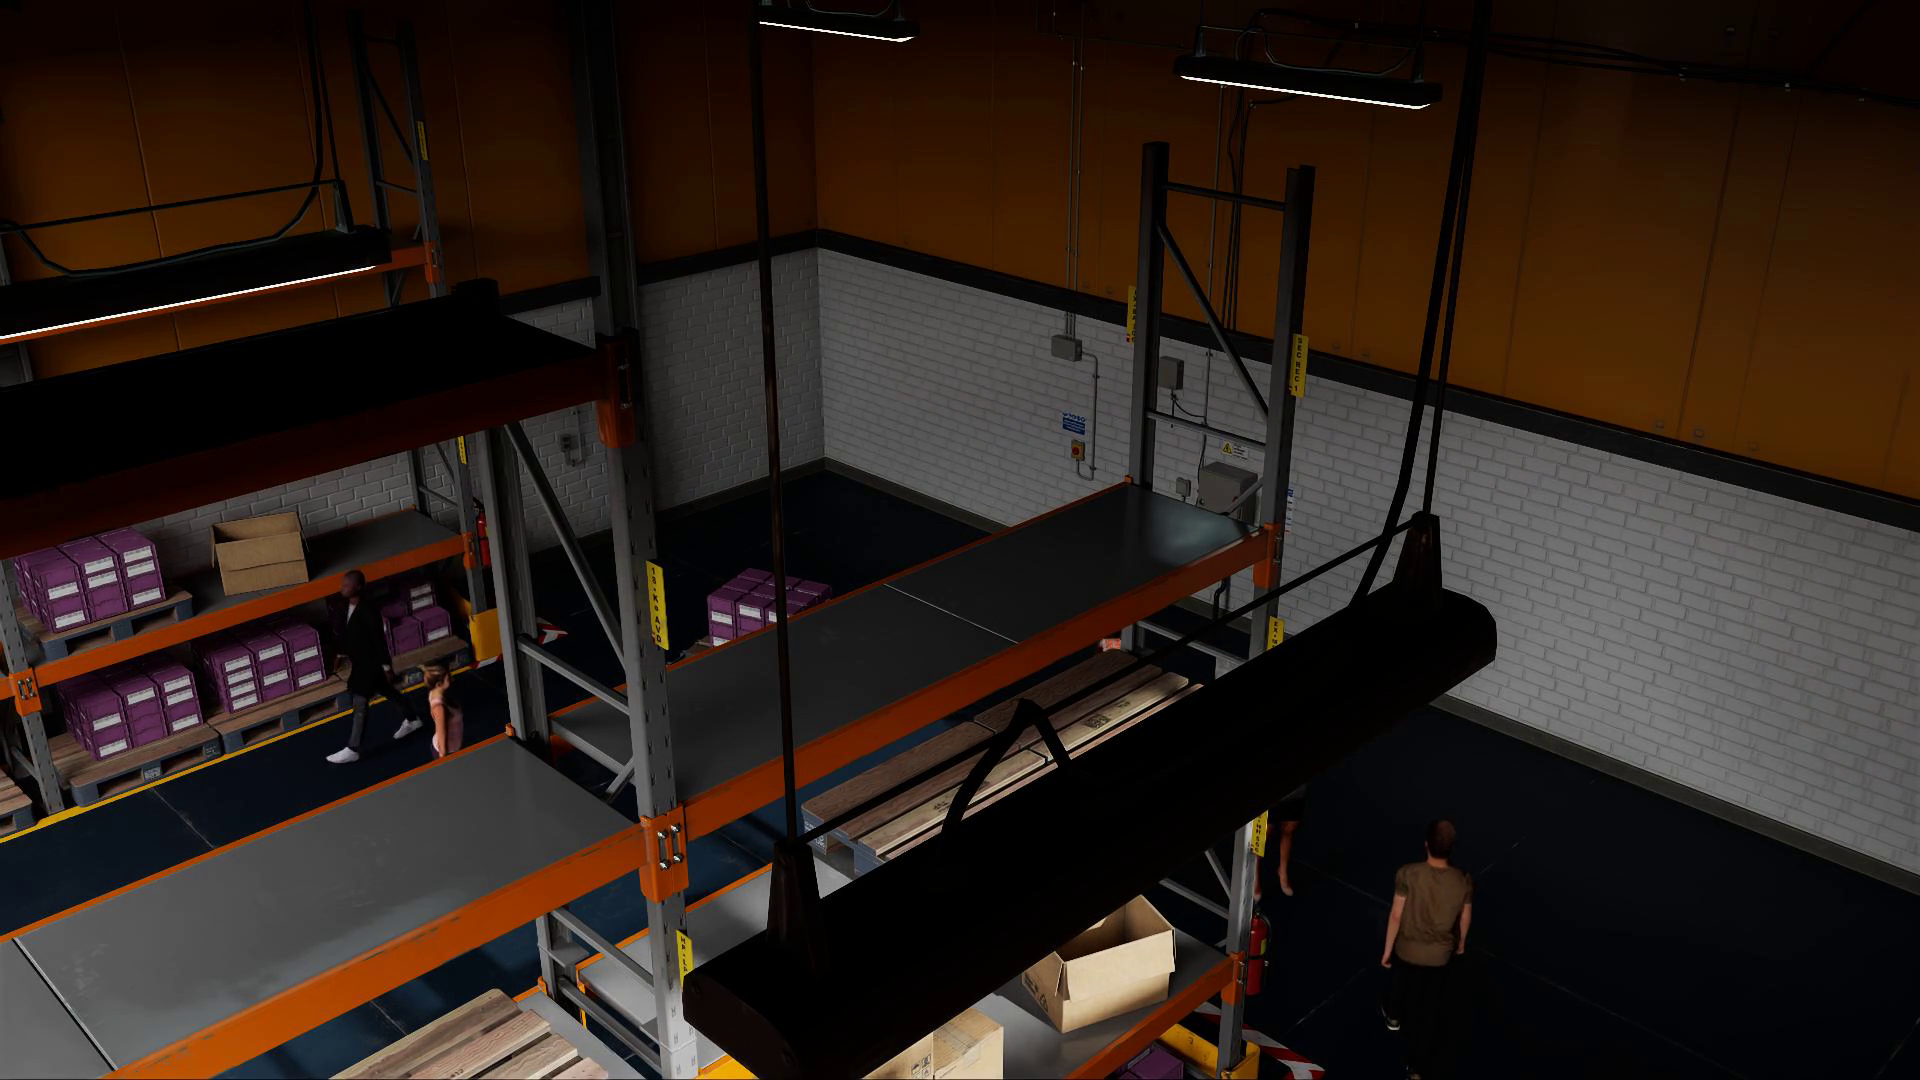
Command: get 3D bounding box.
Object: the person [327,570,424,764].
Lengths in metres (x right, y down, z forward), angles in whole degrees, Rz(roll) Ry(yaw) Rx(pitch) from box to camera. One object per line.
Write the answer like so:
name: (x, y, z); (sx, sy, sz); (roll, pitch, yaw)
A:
person: (-5.041, 1.040, 14.427); (1.135, 1.715, 0.627); (-22, 32, -40)

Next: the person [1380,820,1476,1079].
person: (2.959, 2.666, 10.575); (1.075, 1.820, 1.209); (4, 24, 8)

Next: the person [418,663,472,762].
person: (-4.096, 1.689, 13.071); (1.104, 1.611, 0.791); (-11, 26, -23)
